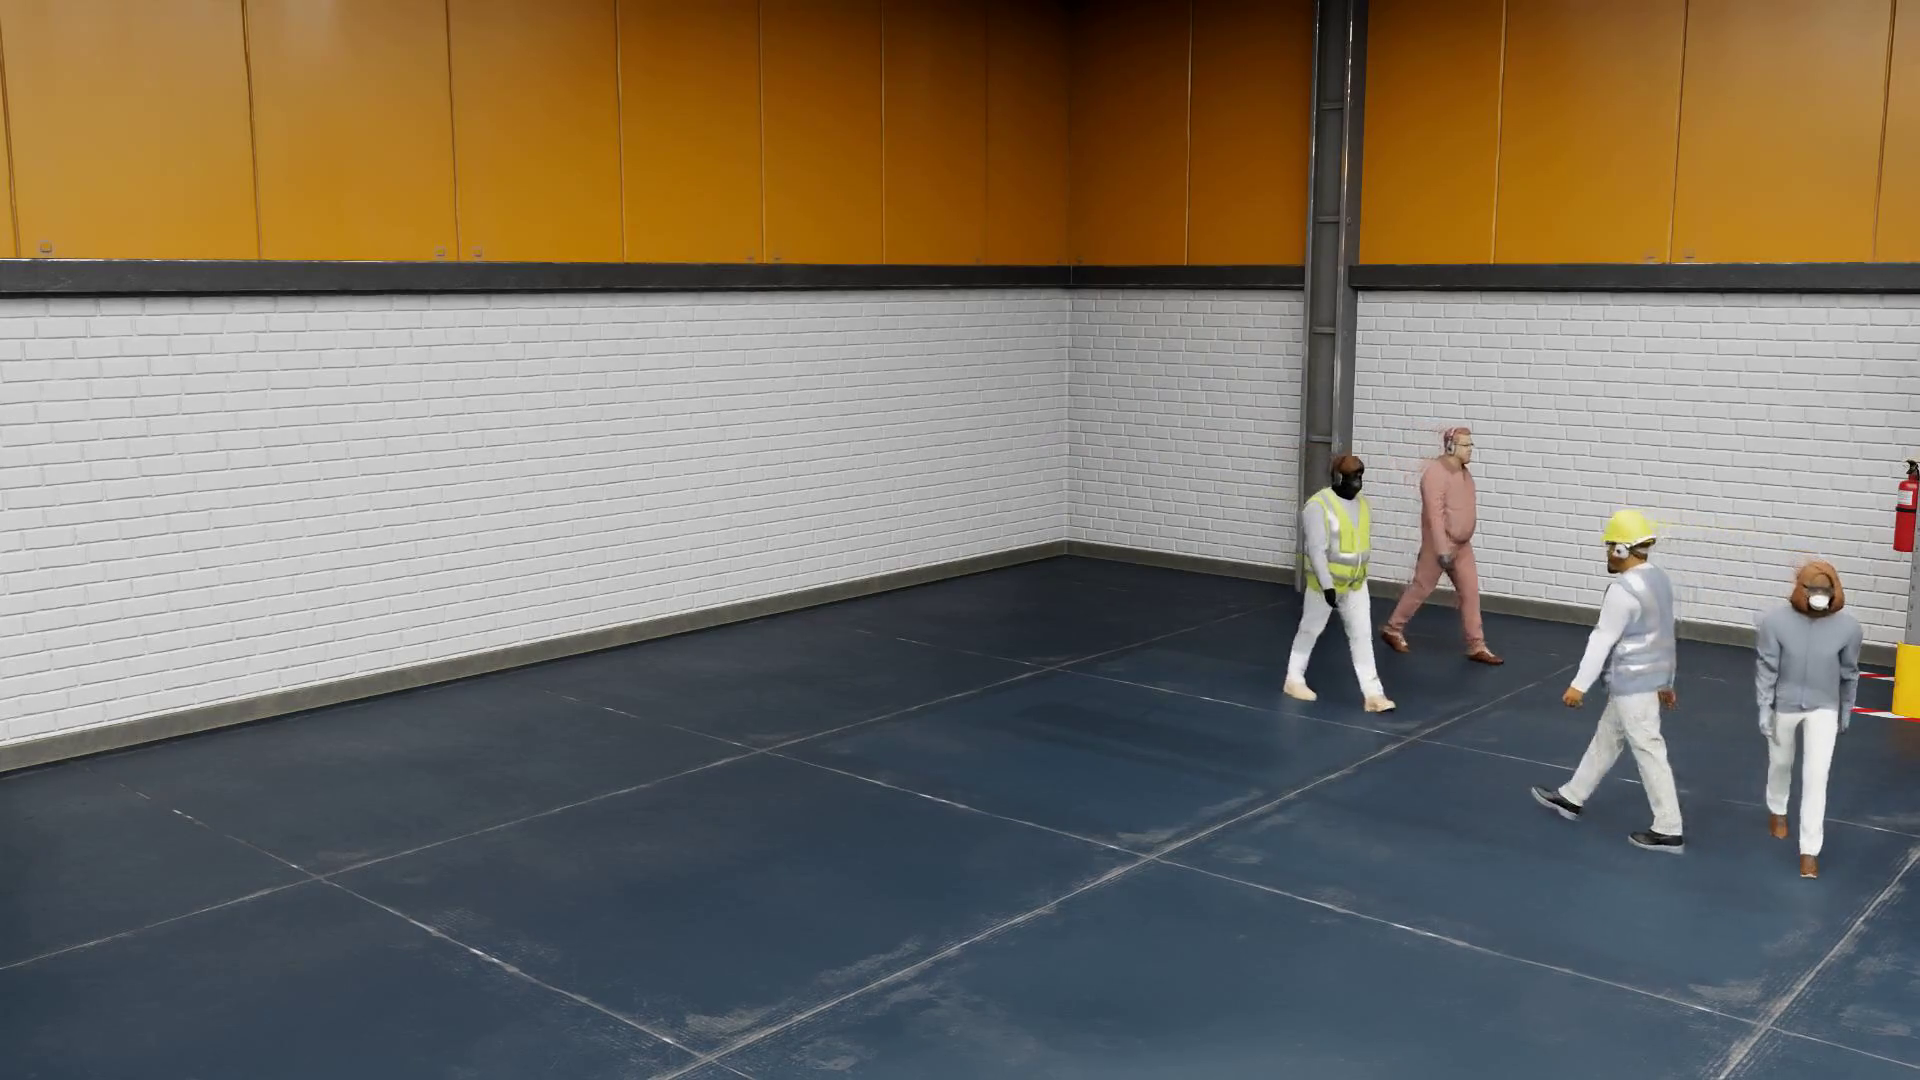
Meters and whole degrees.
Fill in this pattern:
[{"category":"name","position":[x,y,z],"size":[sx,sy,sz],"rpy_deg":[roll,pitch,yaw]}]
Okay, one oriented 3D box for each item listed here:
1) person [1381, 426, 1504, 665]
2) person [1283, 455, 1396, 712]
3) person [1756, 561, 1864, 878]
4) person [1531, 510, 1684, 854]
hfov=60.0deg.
[{"category":"person","position":[3.807,0.027,13.135],"size":[0.637,1.867,0.988],"rpy_deg":[-8,12,-42]},{"category":"person","position":[2.642,0.296,11.644],"size":[0.627,1.799,0.947],"rpy_deg":[-5,10,-29]},{"category":"person","position":[4.396,0.872,8.661],"size":[0.483,1.588,0.868],"rpy_deg":[4,10,24]},{"category":"person","position":[3.516,0.733,8.906],"size":[0.909,1.778,0.602],"rpy_deg":[7,11,38]}]
